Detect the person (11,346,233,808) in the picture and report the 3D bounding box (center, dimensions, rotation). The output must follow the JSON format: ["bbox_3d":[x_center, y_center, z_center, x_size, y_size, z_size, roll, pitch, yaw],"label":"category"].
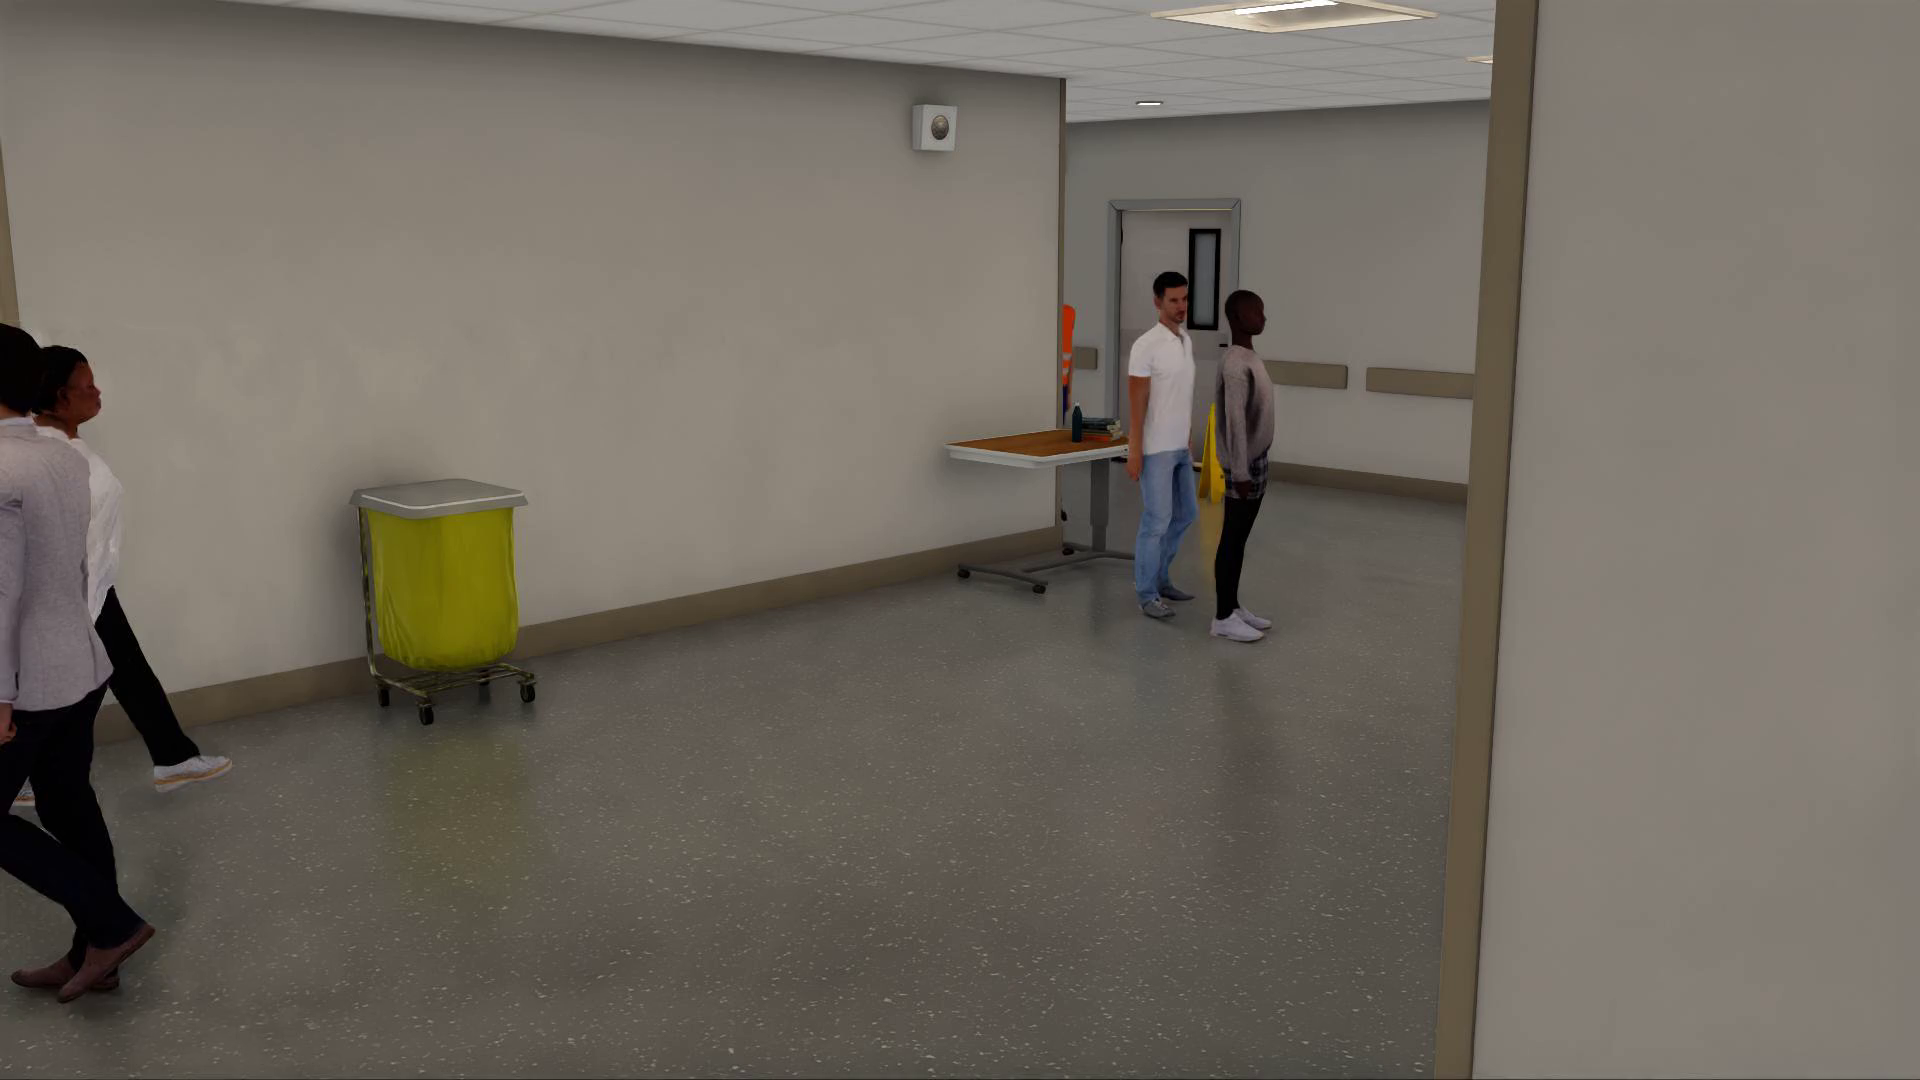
[{"bbox_3d":[-3.219,0.181,5.863,0.808,1.644,1.085,-8,13,-36],"label":"person"}]

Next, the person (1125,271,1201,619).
[{"bbox_3d":[1.063,-0.512,8.978,0.688,1.844,0.779,7,13,32],"label":"person"}]

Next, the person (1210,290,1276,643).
[{"bbox_3d":[1.435,-0.389,8.523,0.676,1.771,0.689,4,11,19],"label":"person"}]

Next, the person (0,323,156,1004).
[{"bbox_3d":[-2.367,0.356,4.416,0.903,1.839,0.838,-1,11,-3],"label":"person"}]
